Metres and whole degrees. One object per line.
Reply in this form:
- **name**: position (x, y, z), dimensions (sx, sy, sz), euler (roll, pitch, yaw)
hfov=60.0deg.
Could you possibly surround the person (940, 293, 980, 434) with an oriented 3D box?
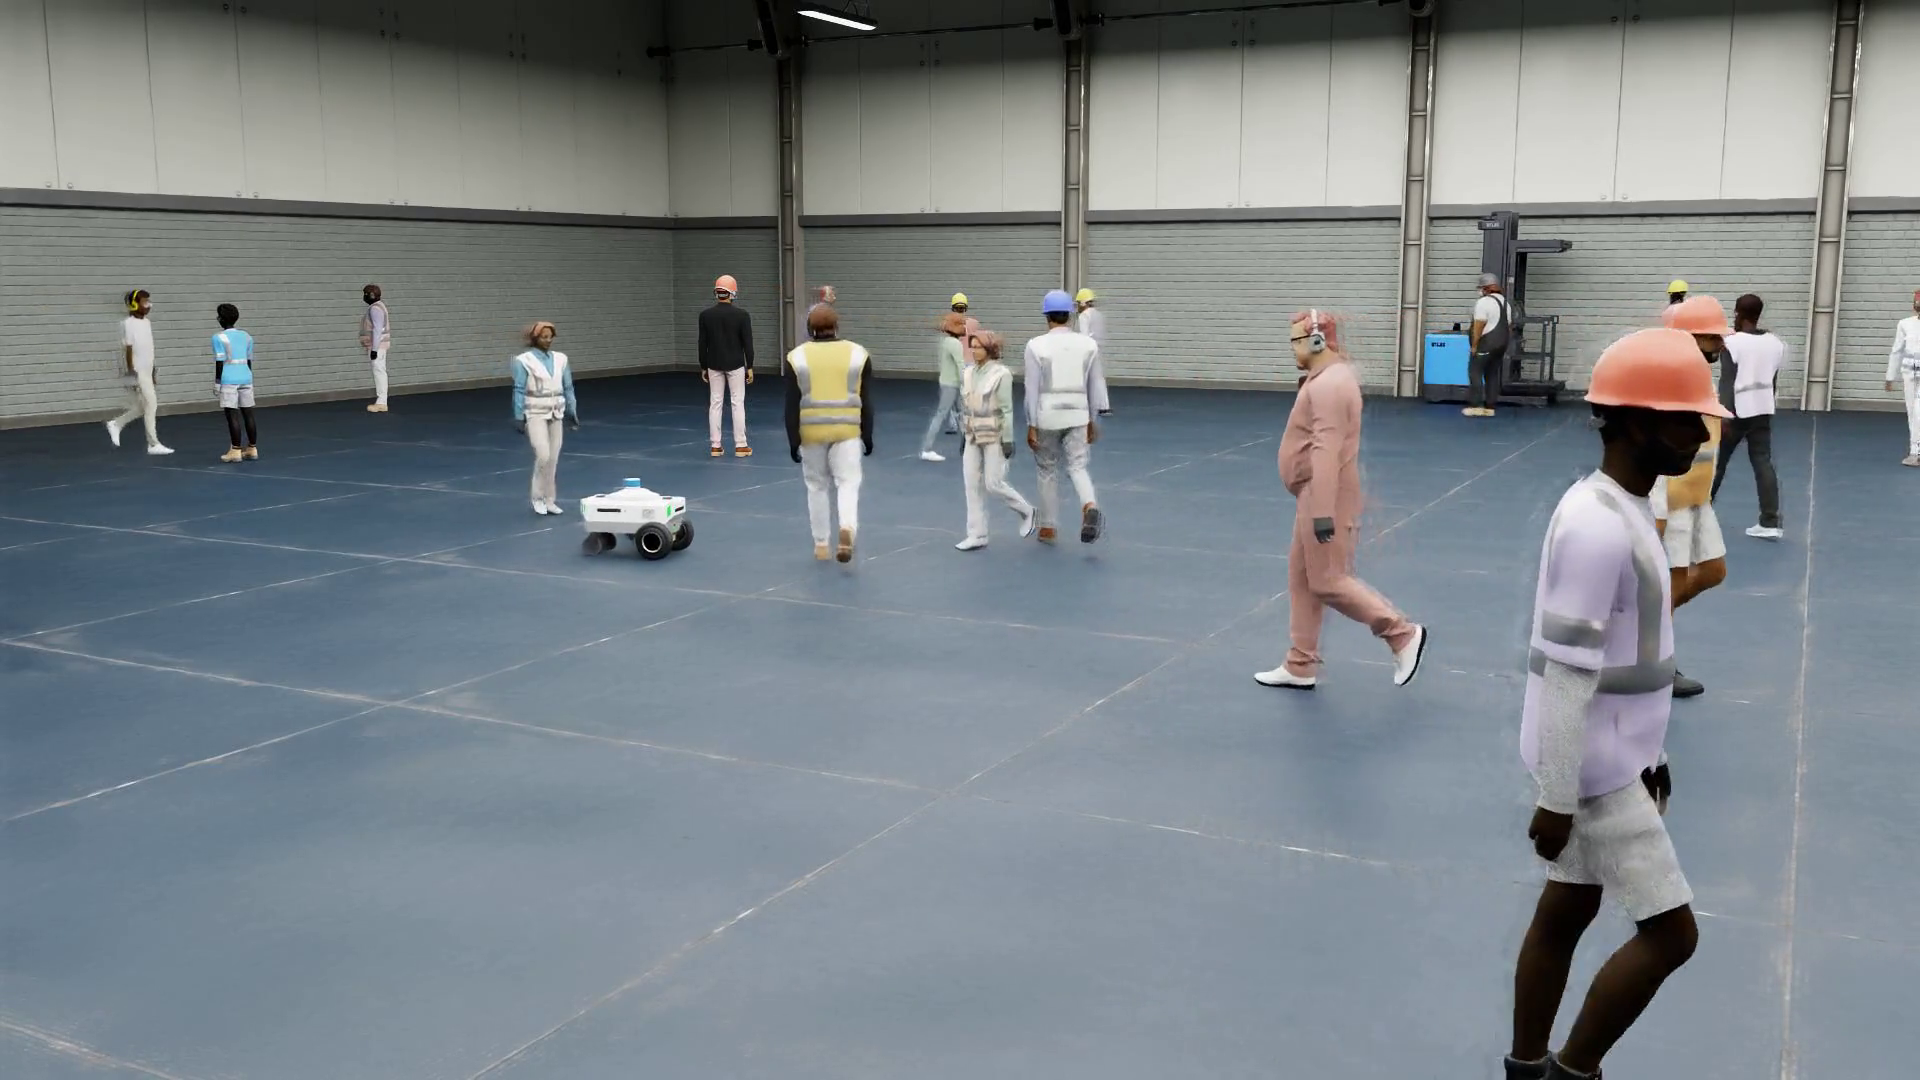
- **person**: position (0.000, -2.220, 20.951), dimensions (0.523, 1.769, 0.317), euler (-3, 10, -16)

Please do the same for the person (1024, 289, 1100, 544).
- **person**: position (0.787, -0.896, 12.335), dimensions (0.621, 1.916, 0.788), euler (-3, 10, -17)

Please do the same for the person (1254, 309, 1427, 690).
- **person**: position (1.875, -0.186, 8.114), dimensions (0.746, 1.872, 0.668), euler (2, 10, 15)

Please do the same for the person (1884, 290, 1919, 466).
- **person**: position (10.007, -1.695, 17.436), dimensions (0.750, 1.857, 0.595), euler (-5, 11, -30)

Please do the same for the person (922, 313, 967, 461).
- **person**: position (-0.033, -1.658, 18.051), dimensions (0.867, 1.584, 0.520), euler (-2, 9, -10)

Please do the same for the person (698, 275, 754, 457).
- **person**: position (-2.580, -1.924, 18.422), dimensions (0.622, 1.993, 0.383), euler (1, 9, 8)

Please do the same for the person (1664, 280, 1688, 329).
- **person**: position (9.586, -2.517, 22.288), dimensions (0.593, 1.924, 0.381), euler (-6, 11, -33)

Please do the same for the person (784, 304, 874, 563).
- **person**: position (-0.910, -0.734, 11.639), dimensions (0.635, 1.821, 0.781), euler (-1, 9, -8)

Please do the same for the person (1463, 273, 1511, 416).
- **person**: position (7.442, -2.736, 23.426), dimensions (0.737, 2.000, 0.534), euler (-7, 11, -36)

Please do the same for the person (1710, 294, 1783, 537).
- **person**: position (6.107, -0.985, 13.029), dimensions (0.620, 1.859, 1.017), euler (-3, 10, -17)

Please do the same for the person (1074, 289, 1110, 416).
- **person**: position (1.735, -2.645, 23.514), dimensions (0.913, 1.783, 0.625), euler (5, 11, 29)

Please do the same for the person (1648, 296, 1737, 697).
- **person**: position (3.478, -0.210, 8.047), dimensions (0.560, 1.927, 0.445), euler (-9, 13, -44)

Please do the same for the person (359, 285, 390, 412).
- **person**: position (-8.568, -2.810, 24.361), dimensions (0.429, 1.843, 0.632), euler (-3, 10, -15)

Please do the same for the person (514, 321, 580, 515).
- **person**: position (-3.445, -1.012, 13.937), dimensions (0.446, 1.626, 0.525), euler (7, 12, 37)

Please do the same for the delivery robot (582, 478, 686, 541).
- **delivery robot**: position (-2.372, -0.206, 12.098), dimensions (0.707, 0.478, 0.477), euler (2, 9, 12)

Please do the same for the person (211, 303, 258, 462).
- **person**: position (-7.838, -1.698, 17.944), dimensions (0.320, 1.695, 0.538), euler (3, 10, 20)

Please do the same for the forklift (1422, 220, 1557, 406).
- **forklift**: position (8.245, -3.527, 25.720), dimensions (1.873, 2.768, 1.129), euler (5, 10, 27)

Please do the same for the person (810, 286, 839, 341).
- **person**: position (-1.837, -2.541, 22.717), dimensions (1.048, 1.844, 0.636), euler (-3, 10, -18)

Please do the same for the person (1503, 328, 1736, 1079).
- **person**: position (1.478, 0.490, 3.758), dimensions (0.504, 1.919, 0.542), euler (3, 10, 20)

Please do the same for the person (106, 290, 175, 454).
- **person**: position (-9.272, -1.889, 18.703), dimensions (0.711, 1.846, 0.506), euler (0, 9, -1)

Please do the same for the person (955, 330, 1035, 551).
- **person**: position (0.240, -0.745, 12.304), dimensions (0.568, 1.622, 0.521), euler (-8, 12, -40)
